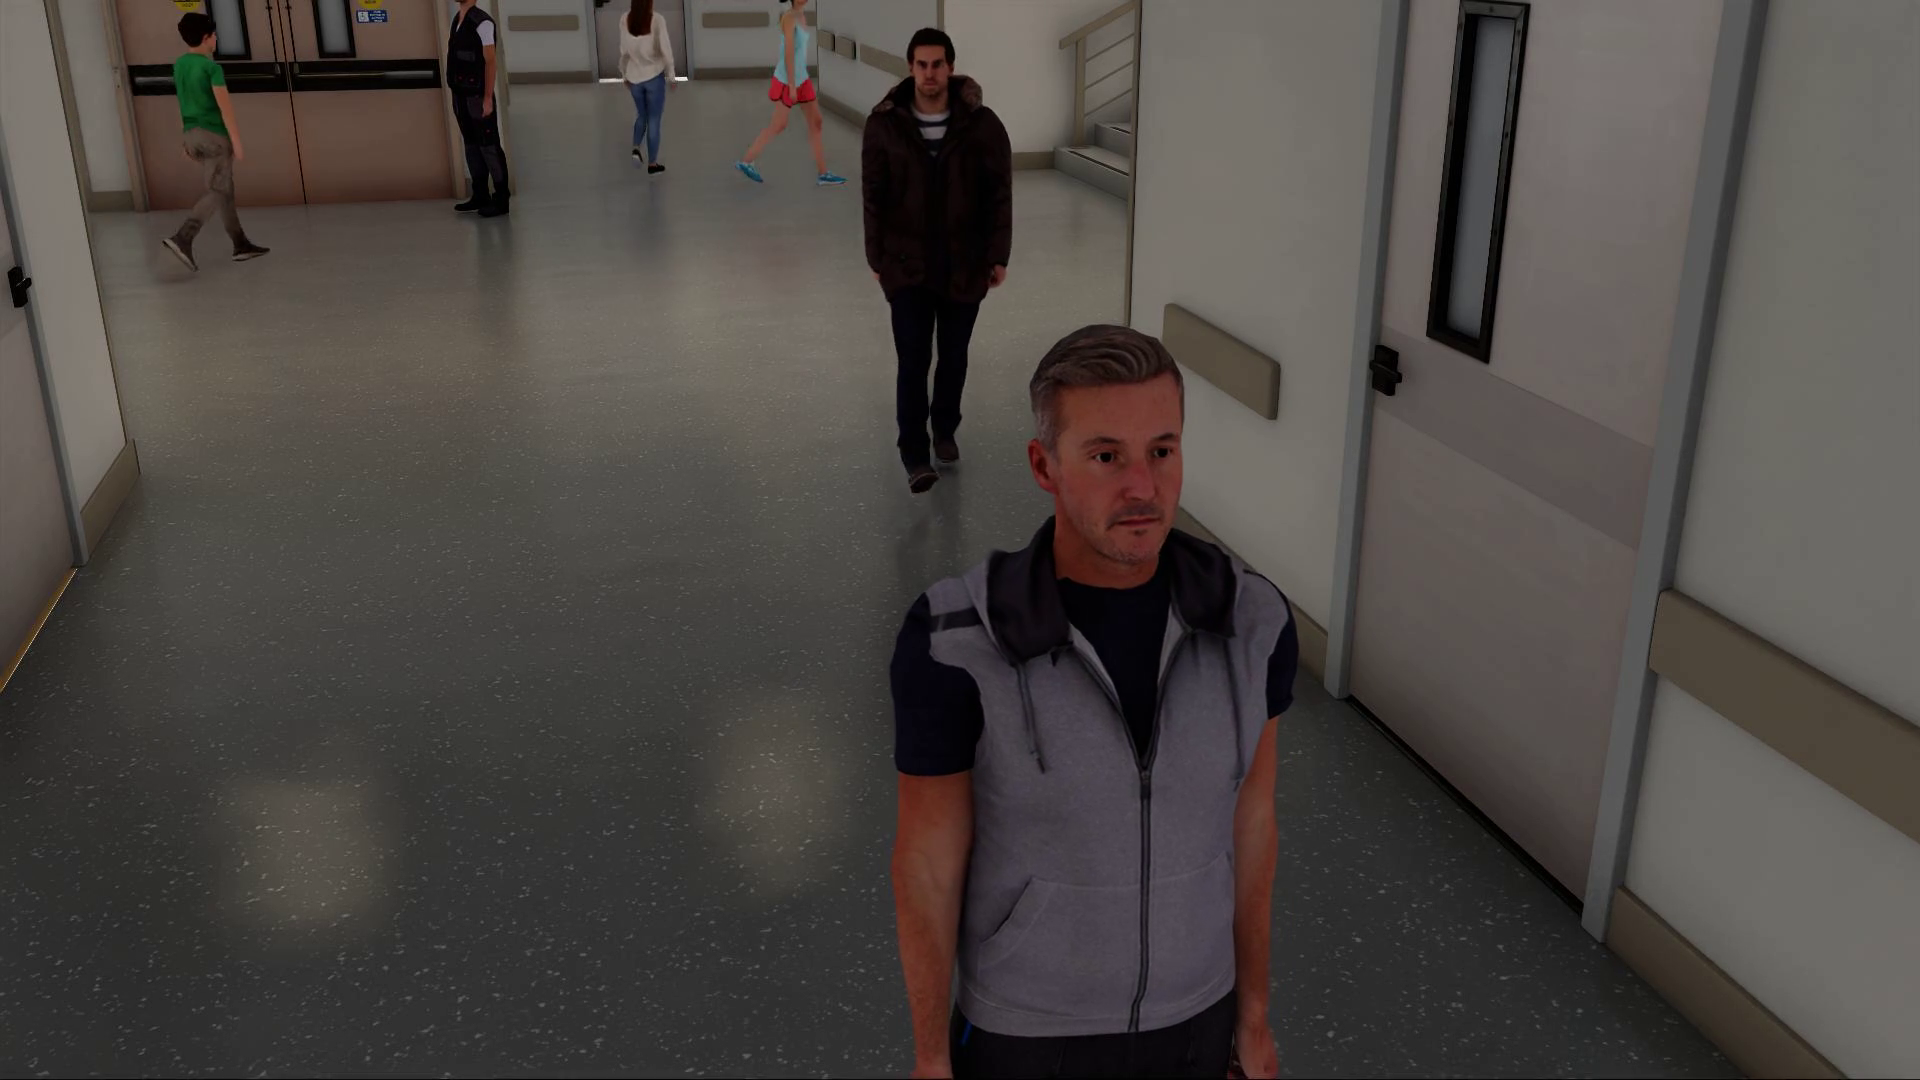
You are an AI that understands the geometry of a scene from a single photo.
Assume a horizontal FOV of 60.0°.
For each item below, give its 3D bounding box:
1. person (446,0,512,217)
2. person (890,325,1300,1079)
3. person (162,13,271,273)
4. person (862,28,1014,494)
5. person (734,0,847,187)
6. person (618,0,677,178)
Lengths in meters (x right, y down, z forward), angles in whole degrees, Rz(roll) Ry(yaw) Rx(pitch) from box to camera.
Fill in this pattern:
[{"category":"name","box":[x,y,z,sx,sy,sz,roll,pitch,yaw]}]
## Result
[{"category":"person","box":[-3.766,-3.479,12.953,0.742,1.849,0.755,18,27,39]},{"category":"person","box":[0.164,0.605,2.195,0.524,1.830,0.760,-7,22,-19]},{"category":"person","box":[-4.986,-2.579,10.891,1.059,1.626,1.098,11,23,27]},{"category":"person","box":[-0.095,-1.134,6.833,1.144,1.798,0.935,-2,21,-5]},{"category":"person","box":[-1.509,-3.848,14.099,1.292,1.726,1.044,4,21,11]},{"category":"person","box":[-2.815,-4.076,14.762,0.743,1.683,0.817,7,22,19]}]
